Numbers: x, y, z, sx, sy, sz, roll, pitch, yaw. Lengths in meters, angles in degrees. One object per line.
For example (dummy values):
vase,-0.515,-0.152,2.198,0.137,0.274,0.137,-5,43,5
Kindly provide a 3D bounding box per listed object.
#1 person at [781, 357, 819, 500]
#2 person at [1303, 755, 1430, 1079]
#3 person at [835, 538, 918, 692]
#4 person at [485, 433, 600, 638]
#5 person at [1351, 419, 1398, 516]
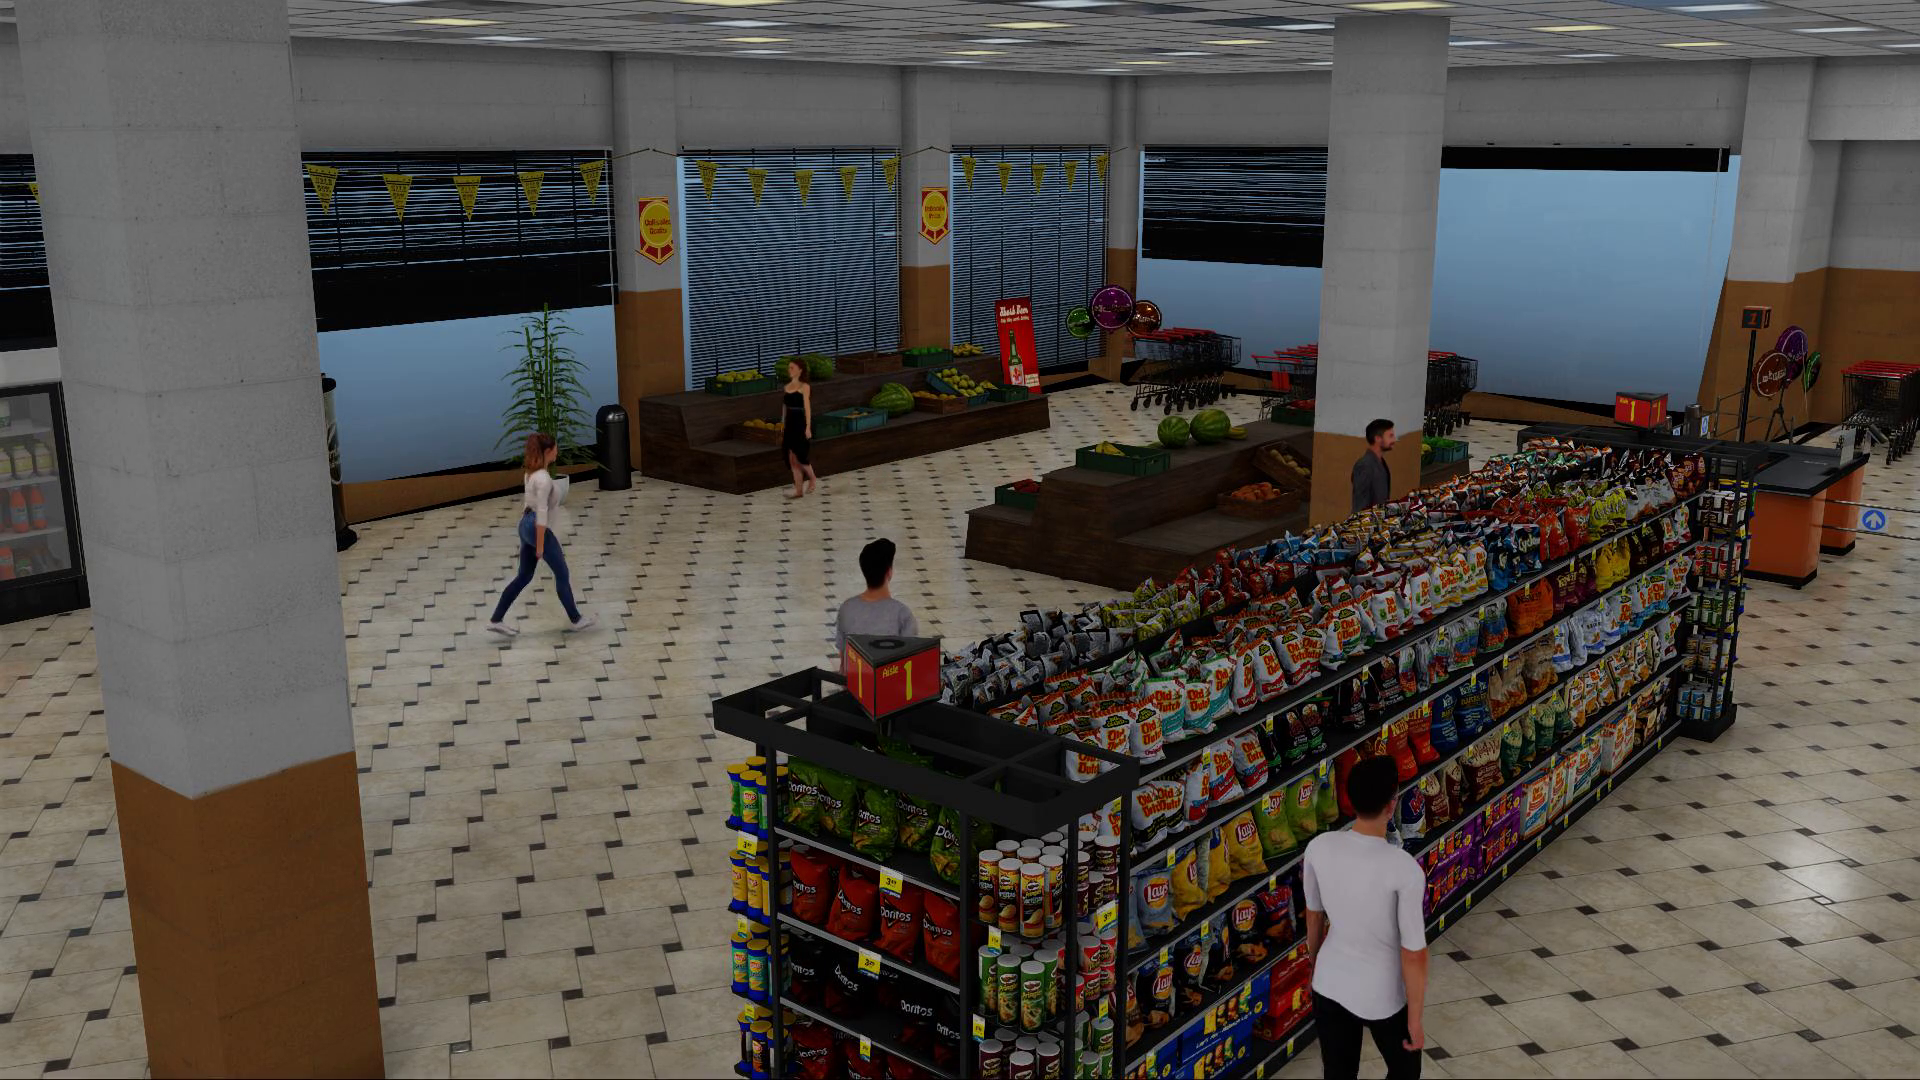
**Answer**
person,-1.782,-1.276,18.953,0.610,1.616,0.685,13,18,42
person,1.451,1.709,6.174,0.680,1.840,0.693,12,18,40
person,-0.505,0.941,9.264,0.861,1.876,1.111,6,15,23
person,-3.529,0.006,13.534,1.237,1.680,0.925,-6,15,-24
person,3.214,-0.053,13.399,0.859,1.859,0.773,6,15,24
